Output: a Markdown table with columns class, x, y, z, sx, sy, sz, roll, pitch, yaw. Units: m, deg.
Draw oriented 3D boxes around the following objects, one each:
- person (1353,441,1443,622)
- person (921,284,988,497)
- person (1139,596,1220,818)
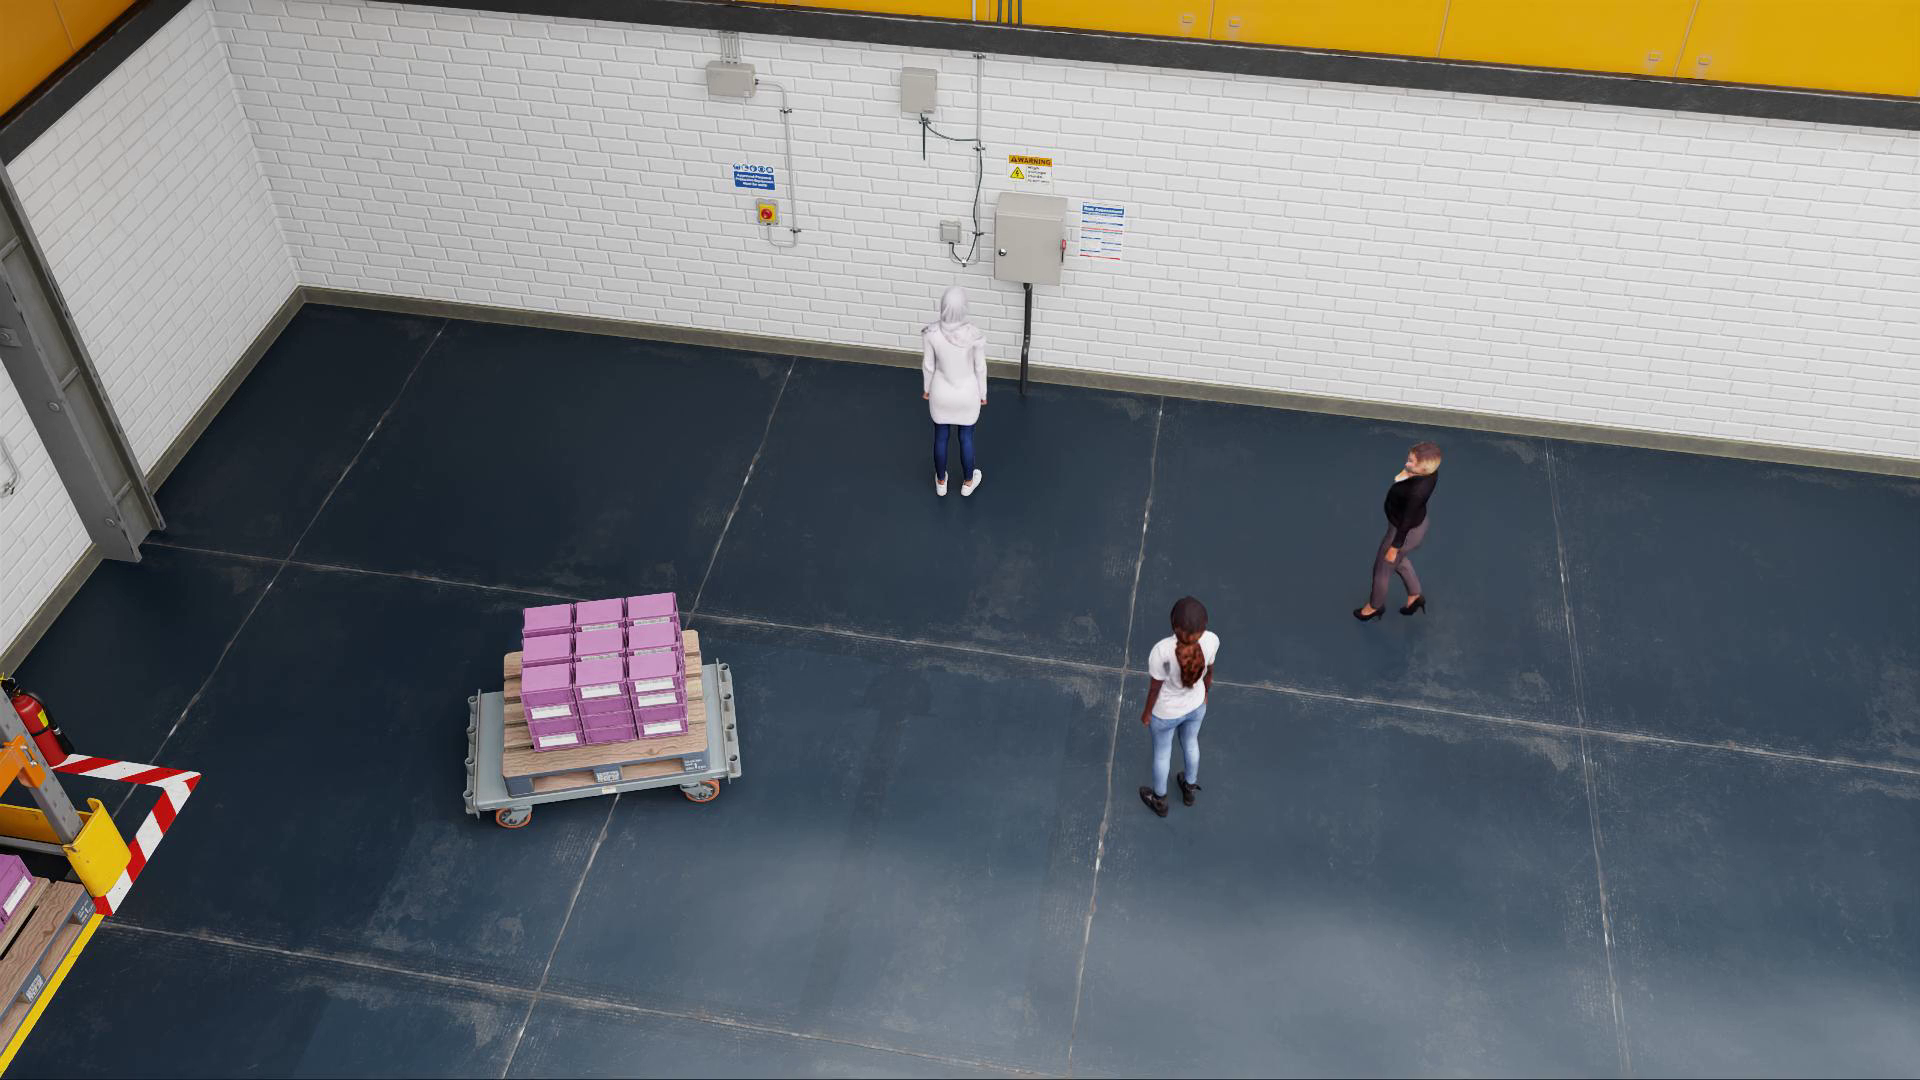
| class | x | y | z | sx | sy | sz | roll | pitch | yaw |
| --- | --- | --- | --- | --- | --- | --- | --- | --- | --- |
| person | 2.946 | -0.012 | 10.836 | 0.763 | 1.650 | 0.702 | 22 | 48 | 21 |
| person | -0.042 | -1.042 | 11.826 | 0.611 | 1.776 | 0.516 | 6 | 44 | 6 |
| person | 1.277 | 0.975 | 9.751 | 0.663 | 1.719 | 0.679 | -16 | 46 | -16 |
